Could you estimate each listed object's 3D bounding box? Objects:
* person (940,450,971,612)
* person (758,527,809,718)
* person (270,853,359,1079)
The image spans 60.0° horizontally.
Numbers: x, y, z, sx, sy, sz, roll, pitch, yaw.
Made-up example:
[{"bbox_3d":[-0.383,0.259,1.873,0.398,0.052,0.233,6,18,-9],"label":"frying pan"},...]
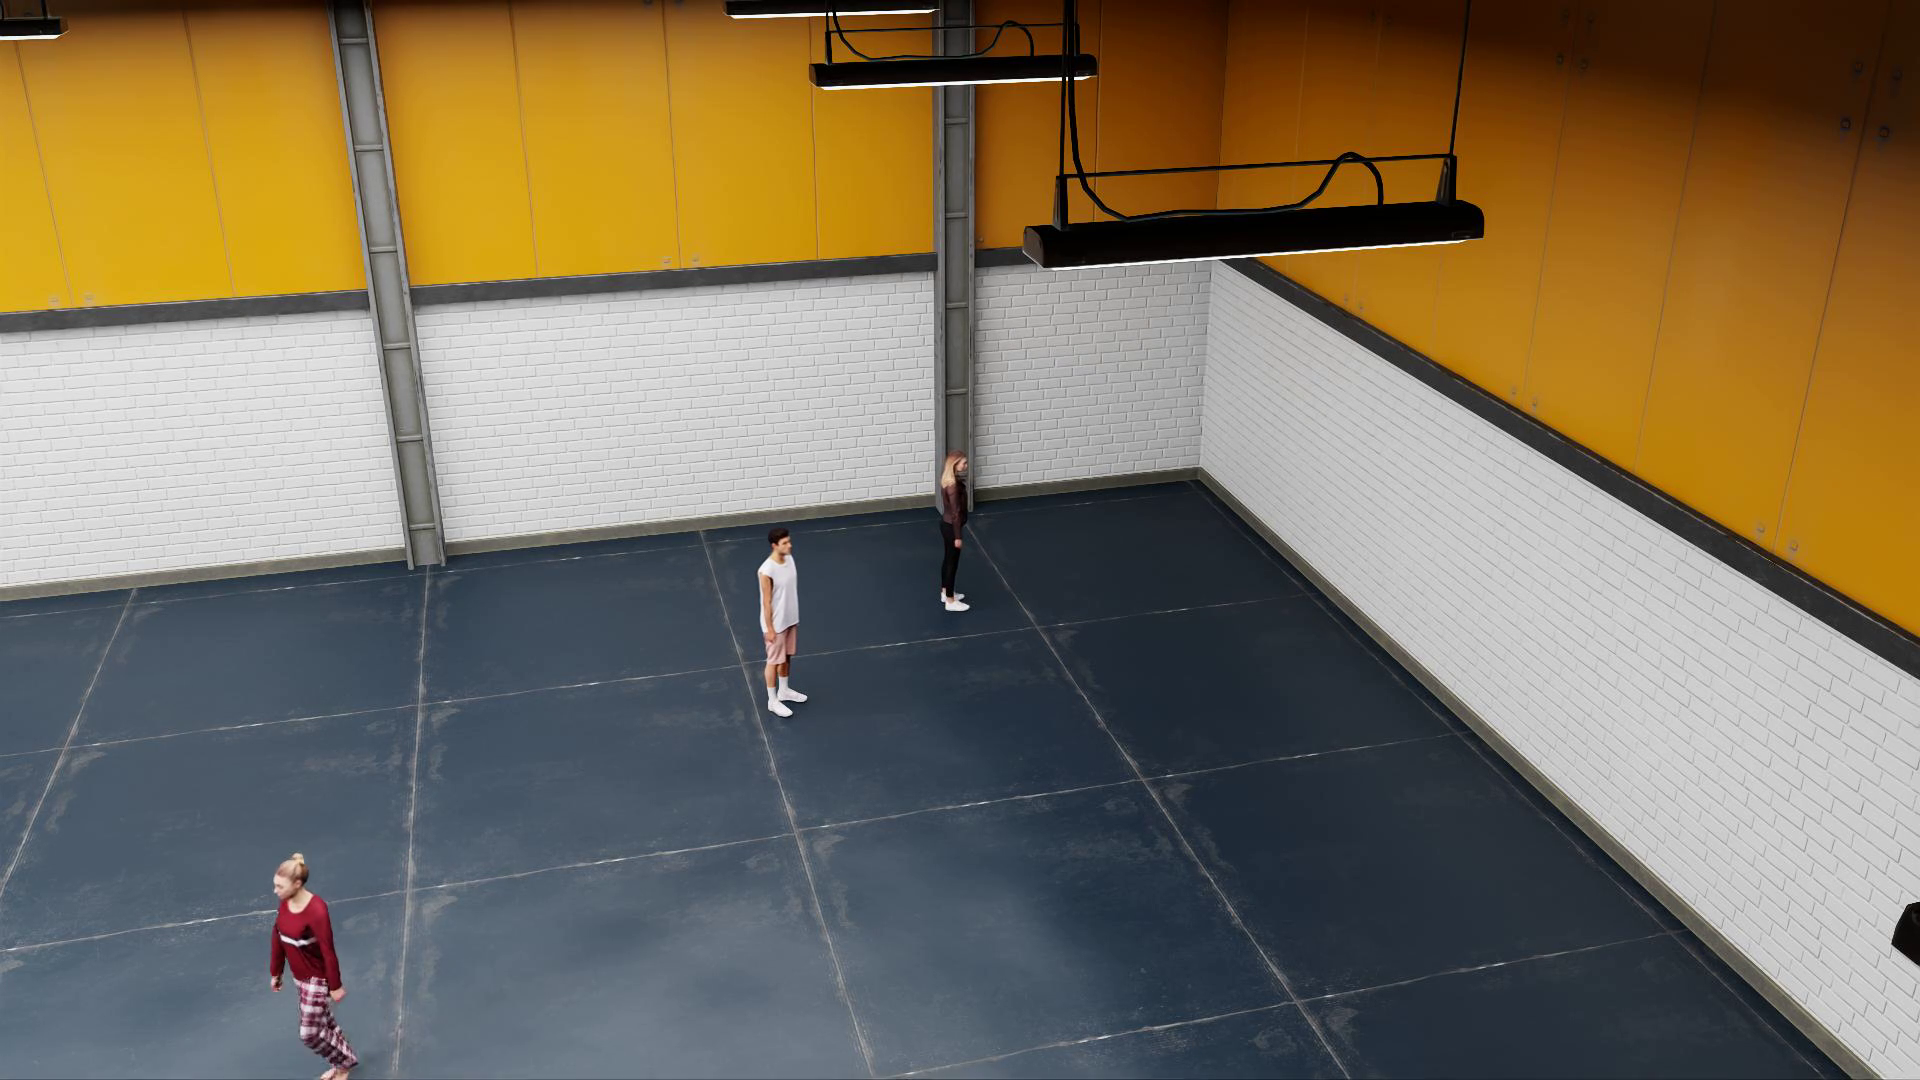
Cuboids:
[{"bbox_3d":[-0.083,-0.112,16.992,0.537,1.705,0.630,-3,24,-7],"label":"person"},{"bbox_3d":[-1.635,0.702,15.026,0.781,1.788,0.733,11,26,24],"label":"person"},{"bbox_3d":[-4.043,2.707,10.558,0.760,1.692,0.803,17,29,34],"label":"person"}]
